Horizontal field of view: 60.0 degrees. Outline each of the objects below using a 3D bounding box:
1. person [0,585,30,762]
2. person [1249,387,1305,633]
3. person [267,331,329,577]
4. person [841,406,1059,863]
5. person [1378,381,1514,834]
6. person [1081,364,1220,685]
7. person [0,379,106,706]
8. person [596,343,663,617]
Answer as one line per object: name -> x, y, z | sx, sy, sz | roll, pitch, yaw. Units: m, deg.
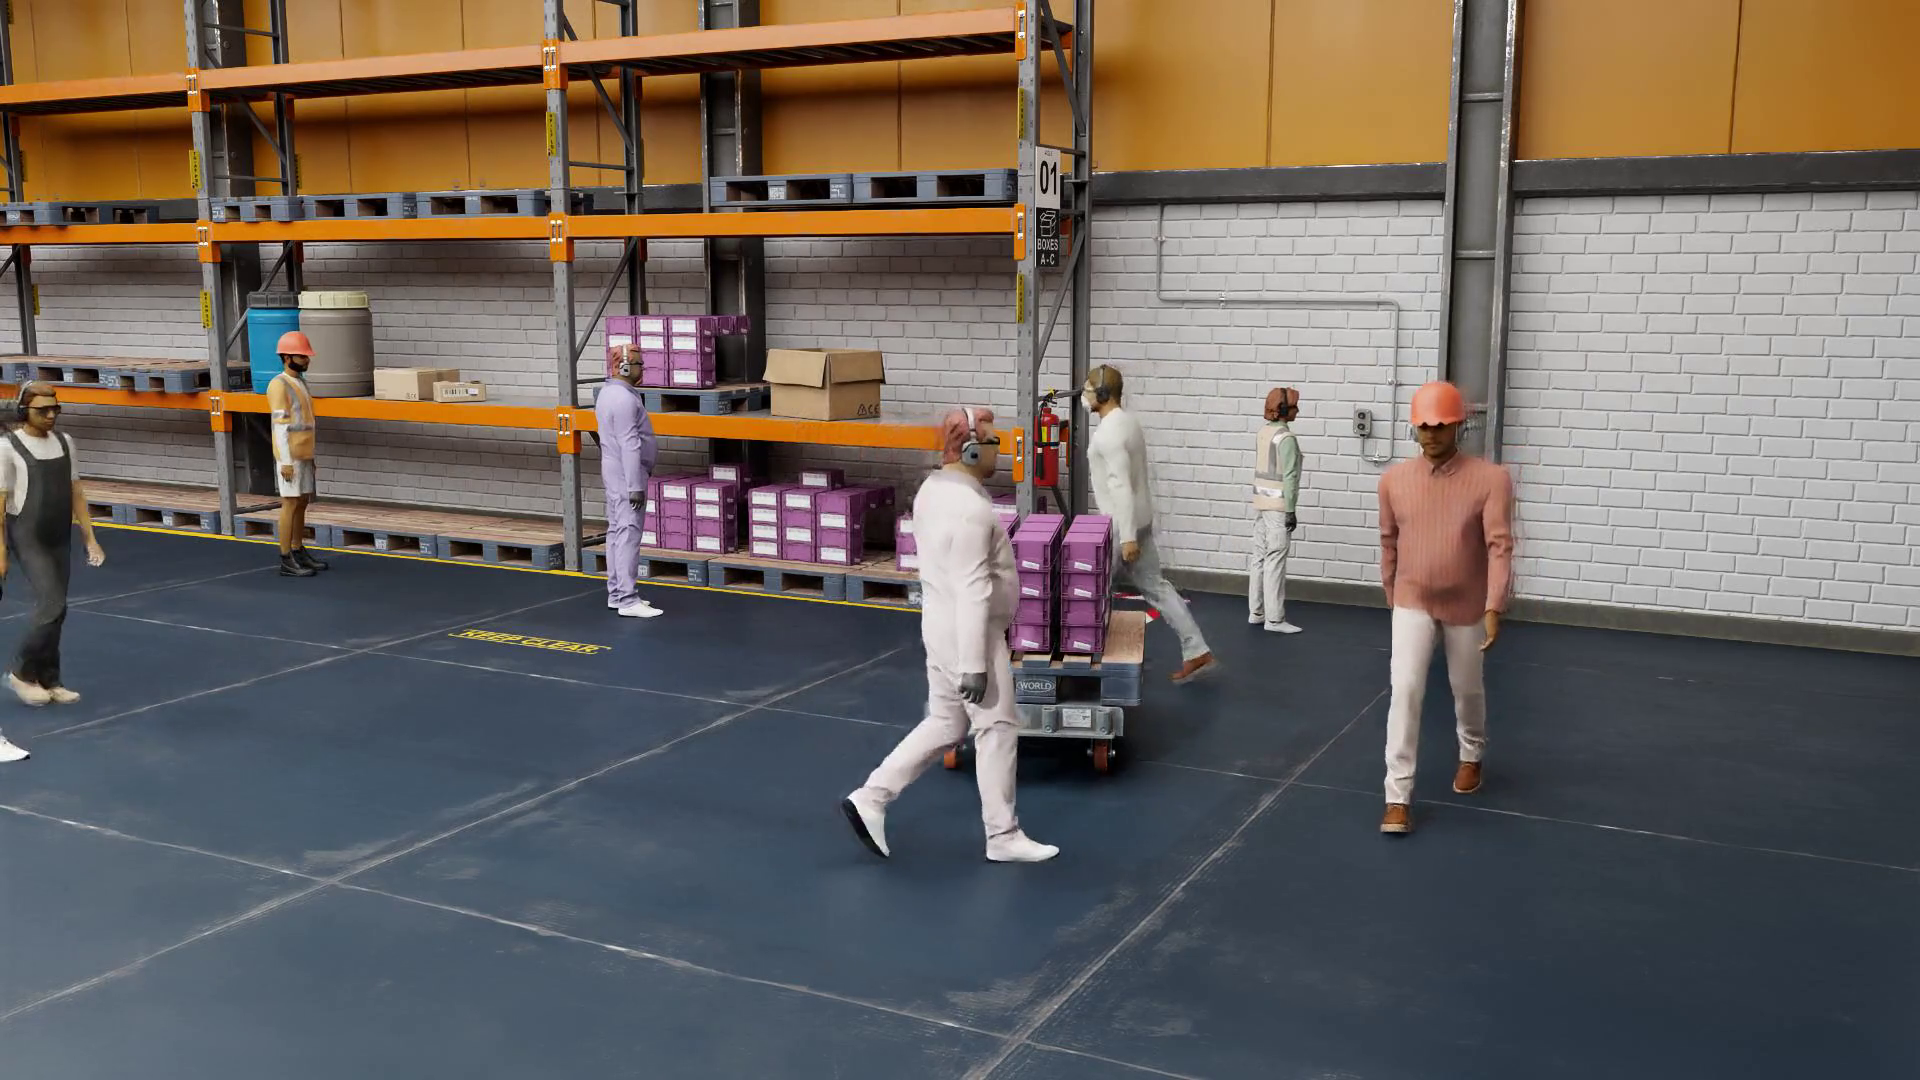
person -> -5.080, 0.149, 8.234 | 0.966, 1.886, 0.598 | 2, 10, 14
person -> 2.115, -0.202, 11.126 | 0.314, 1.639, 0.517 | -2, 9, -12
person -> -5.226, -0.679, 13.156 | 0.373, 1.934, 0.551 | 0, 9, -2
person -> -0.035, 0.401, 6.674 | 0.821, 1.883, 0.646 | -3, 10, -17
person -> 2.147, 0.258, 7.387 | 0.604, 1.951, 1.039 | 4, 10, 24
person -> 1.010, -0.077, 9.660 | 1.062, 1.884, 0.652 | 3, 10, 19
person -> -5.021, 0.027, 9.163 | 0.443, 1.825, 0.500 | 2, 9, 14
person -> -2.307, -0.417, 11.632 | 0.407, 1.906, 0.655 | -4, 10, -23
